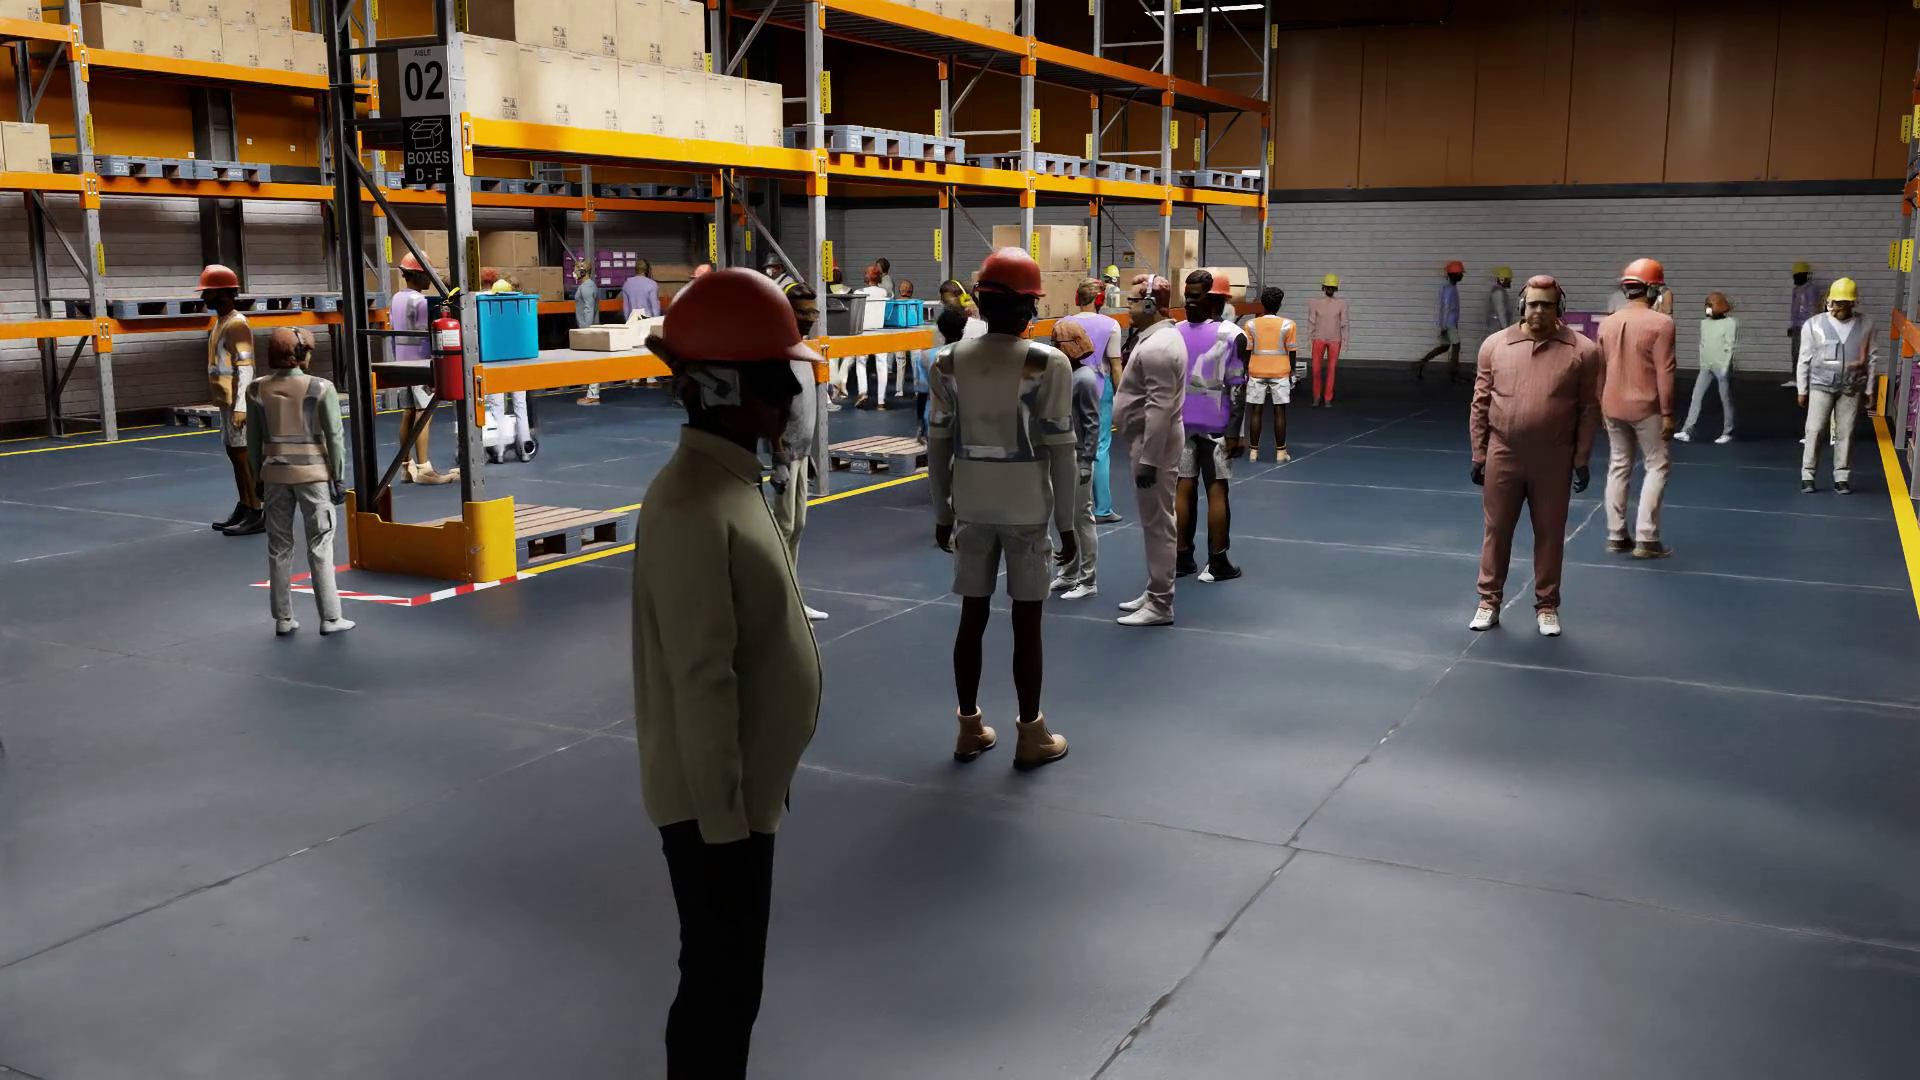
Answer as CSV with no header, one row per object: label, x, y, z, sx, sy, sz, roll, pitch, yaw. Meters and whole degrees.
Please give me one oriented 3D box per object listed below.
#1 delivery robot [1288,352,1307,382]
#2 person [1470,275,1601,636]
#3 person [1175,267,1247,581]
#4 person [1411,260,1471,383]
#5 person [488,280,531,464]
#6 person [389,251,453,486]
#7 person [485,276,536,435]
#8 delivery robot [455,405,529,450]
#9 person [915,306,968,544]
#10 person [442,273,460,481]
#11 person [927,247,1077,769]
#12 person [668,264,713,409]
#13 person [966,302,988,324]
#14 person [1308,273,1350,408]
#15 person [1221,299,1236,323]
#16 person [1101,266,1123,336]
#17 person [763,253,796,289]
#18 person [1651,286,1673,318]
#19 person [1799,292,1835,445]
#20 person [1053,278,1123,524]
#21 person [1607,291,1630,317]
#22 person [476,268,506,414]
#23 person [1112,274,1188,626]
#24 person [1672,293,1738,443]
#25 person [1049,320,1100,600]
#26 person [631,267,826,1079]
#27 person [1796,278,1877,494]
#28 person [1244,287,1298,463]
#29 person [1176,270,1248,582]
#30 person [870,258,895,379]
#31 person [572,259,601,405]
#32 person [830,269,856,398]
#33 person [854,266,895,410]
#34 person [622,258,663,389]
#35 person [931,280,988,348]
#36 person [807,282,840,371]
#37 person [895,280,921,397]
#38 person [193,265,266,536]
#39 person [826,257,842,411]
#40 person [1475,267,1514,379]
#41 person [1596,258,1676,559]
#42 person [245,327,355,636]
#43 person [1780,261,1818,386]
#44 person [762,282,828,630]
delivery robot,4.827,-2.557,24.702,0.477,0.478,0.707,-5,11,-27
person,3.027,-0.443,8.833,0.638,1.908,0.409,4,11,22
person,1.527,-0.716,10.327,0.552,1.932,0.377,6,12,33
person,7.518,-3.388,25.872,0.833,1.912,0.554,3,10,15
person,-4.378,-1.612,16.004,0.534,1.767,0.314,-5,11,-27
person,-4.719,-1.495,14.530,0.393,2.040,0.611,-9,14,-43
person,-4.907,-1.969,18.047,0.526,1.776,0.914,2,10,12
delivery robot,-4.522,-1.068,16.082,0.477,0.478,0.707,6,11,32
person,-0.053,-0.818,11.732,0.540,1.655,0.873,3,10,16
person,-4.454,-1.445,14.818,0.429,1.845,0.620,-2,10,-9
person,0.181,-0.121,6.565,0.615,2.042,0.376,5,11,25
person,-3.360,-2.610,21.482,1.024,1.880,0.560,2,10,11
person,0.059,-1.124,13.570,0.486,1.619,0.532,-6,11,-30
person,4.782,-2.572,21.584,0.540,1.749,0.572,2,10,12
person,3.141,-2.319,20.229,0.525,1.715,0.738,5,11,27
person,2.346,-3.364,25.983,0.403,1.823,0.593,-7,12,-34
person,-2.728,-3.283,24.883,0.539,2.000,0.688,-8,13,-40
person,8.731,-2.577,21.119,0.375,1.925,0.595,-5,11,-27
person,9.189,-1.820,17.589,0.501,1.633,0.279,8,12,38
person,0.952,-1.030,12.428,0.563,1.838,0.390,6,11,29
person,8.392,-2.491,20.959,0.930,1.813,0.520,-9,13,-43
person,-5.570,-2.296,19.756,0.598,1.828,0.978,-3,10,-17
person,1.028,-0.485,9.069,0.400,1.910,0.643,2,10,10
person,7.919,-1.802,17.569,0.812,1.590,0.521,-4,11,-21
person,0.650,-0.466,9.751,0.269,1.632,0.504,-4,11,-21
person,-0.438,0.480,3.227,0.376,1.996,0.608,-1,10,-5
person,7.373,-1.293,14.011,0.602,1.818,0.406,3,10,15
person,2.991,-1.590,16.073,0.540,1.695,0.317,4,10,20
person,1.495,-0.706,10.316,0.597,1.918,0.382,9,13,43
person,-1.237,-3.574,26.863,0.372,1.940,0.629,-3,10,-15
person,-4.974,-2.765,22.178,0.356,1.938,0.638,-2,10,-10
person,-1.707,-2.877,23.165,0.653,1.823,0.432,5,11,27
person,-1.108,-2.599,21.490,0.595,1.853,0.491,-3,10,-17
person,-4.738,-3.227,24.856,0.635,1.936,0.355,5,11,26
person,0.032,-1.106,12.932,0.523,1.829,0.898,5,11,25
person,-2.301,-3.726,28.020,0.624,1.845,0.430,6,12,32
person,-0.743,-2.823,23.372,0.512,1.642,0.311,-2,10,-10
person,-5.249,-0.997,11.945,0.367,1.935,0.552,-7,12,-35
person,-1.726,-2.654,21.373,0.396,1.992,0.623,-3,10,-18
person,8.689,-3.436,26.482,0.907,1.785,0.627,4,11,22
person,4.511,-0.871,11.084,0.442,1.984,0.658,-5,11,-26
person,-3.501,-0.303,8.799,0.516,1.636,0.314,1,10,4
person,12.721,-3.250,25.084,0.545,1.910,0.608,1,10,3
person,-0.895,-0.447,8.971,0.319,1.865,0.521,2,10,14
